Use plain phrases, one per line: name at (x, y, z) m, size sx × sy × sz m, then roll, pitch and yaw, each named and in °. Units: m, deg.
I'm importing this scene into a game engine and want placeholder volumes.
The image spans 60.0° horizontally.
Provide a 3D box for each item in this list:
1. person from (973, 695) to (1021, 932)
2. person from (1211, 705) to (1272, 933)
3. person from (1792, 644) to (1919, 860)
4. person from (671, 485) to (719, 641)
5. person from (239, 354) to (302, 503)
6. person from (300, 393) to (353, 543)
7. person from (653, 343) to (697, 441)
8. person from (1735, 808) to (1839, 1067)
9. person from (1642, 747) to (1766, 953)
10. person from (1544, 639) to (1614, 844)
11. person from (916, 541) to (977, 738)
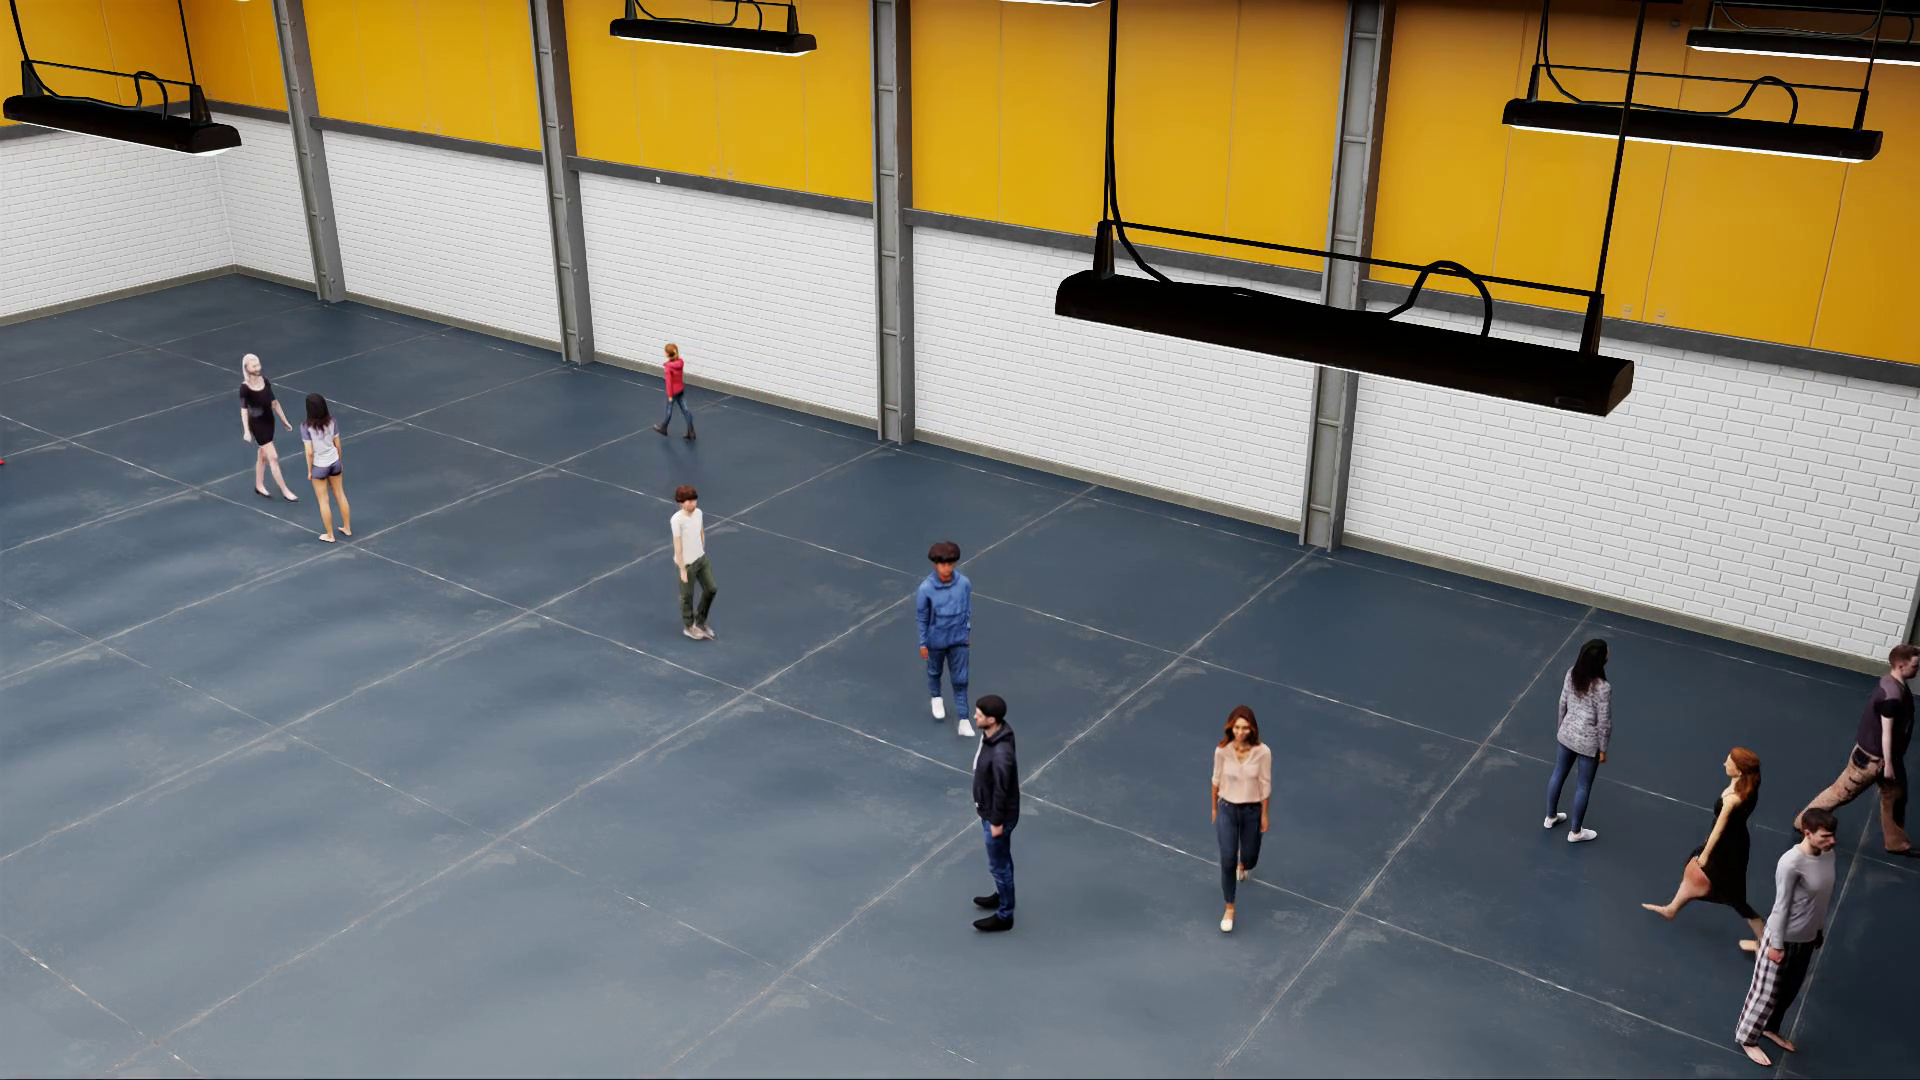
person at (0.291, 1.956, 12.073) m, size 0.778 × 1.888 × 0.755 m, roll 0°, pitch 24°, yaw -1°
person at (2.064, 1.967, 12.182) m, size 0.957 × 1.779 × 0.868 m, roll 6°, pitch 24°, yaw 14°
person at (7.028, 1.632, 12.932) m, size 1.164 × 1.792 × 0.687 m, roll 15°, pitch 28°, yaw 30°
person at (-2.704, 0.211, 16.373) m, size 0.659 × 1.640 × 0.600 m, roll 19°, pitch 30°, yaw 37°
person at (-8.330, -1.322, 19.676) m, size 1.041 × 1.804 × 0.780 m, roll 7°, pitch 25°, yaw 15°
person at (-7.112, -0.827, 18.631) m, size 0.518 × 1.734 × 0.593 m, roll 18°, pitch 29°, yaw 35°
person at (-3.647, -1.904, 21.659) m, size 0.893 × 1.282 × 0.516 m, roll 15°, pitch 28°, yaw 31°
person at (5.391, 2.538, 10.791) m, size 0.702 × 1.847 × 0.691 m, roll -12°, pitch 26°, yaw -26°
person at (5.542, 2.251, 11.794) m, size 1.113 × 1.571 × 0.571 m, roll 16°, pitch 29°, yaw 33°
person at (4.913, 1.564, 13.164) m, size 0.742 × 1.733 × 0.605 m, roll -13°, pitch 27°, yaw -27°
person at (-0.160, 0.824, 14.808) m, size 1.102 × 1.772 × 1.208 m, roll -7°, pitch 24°, yaw -15°
